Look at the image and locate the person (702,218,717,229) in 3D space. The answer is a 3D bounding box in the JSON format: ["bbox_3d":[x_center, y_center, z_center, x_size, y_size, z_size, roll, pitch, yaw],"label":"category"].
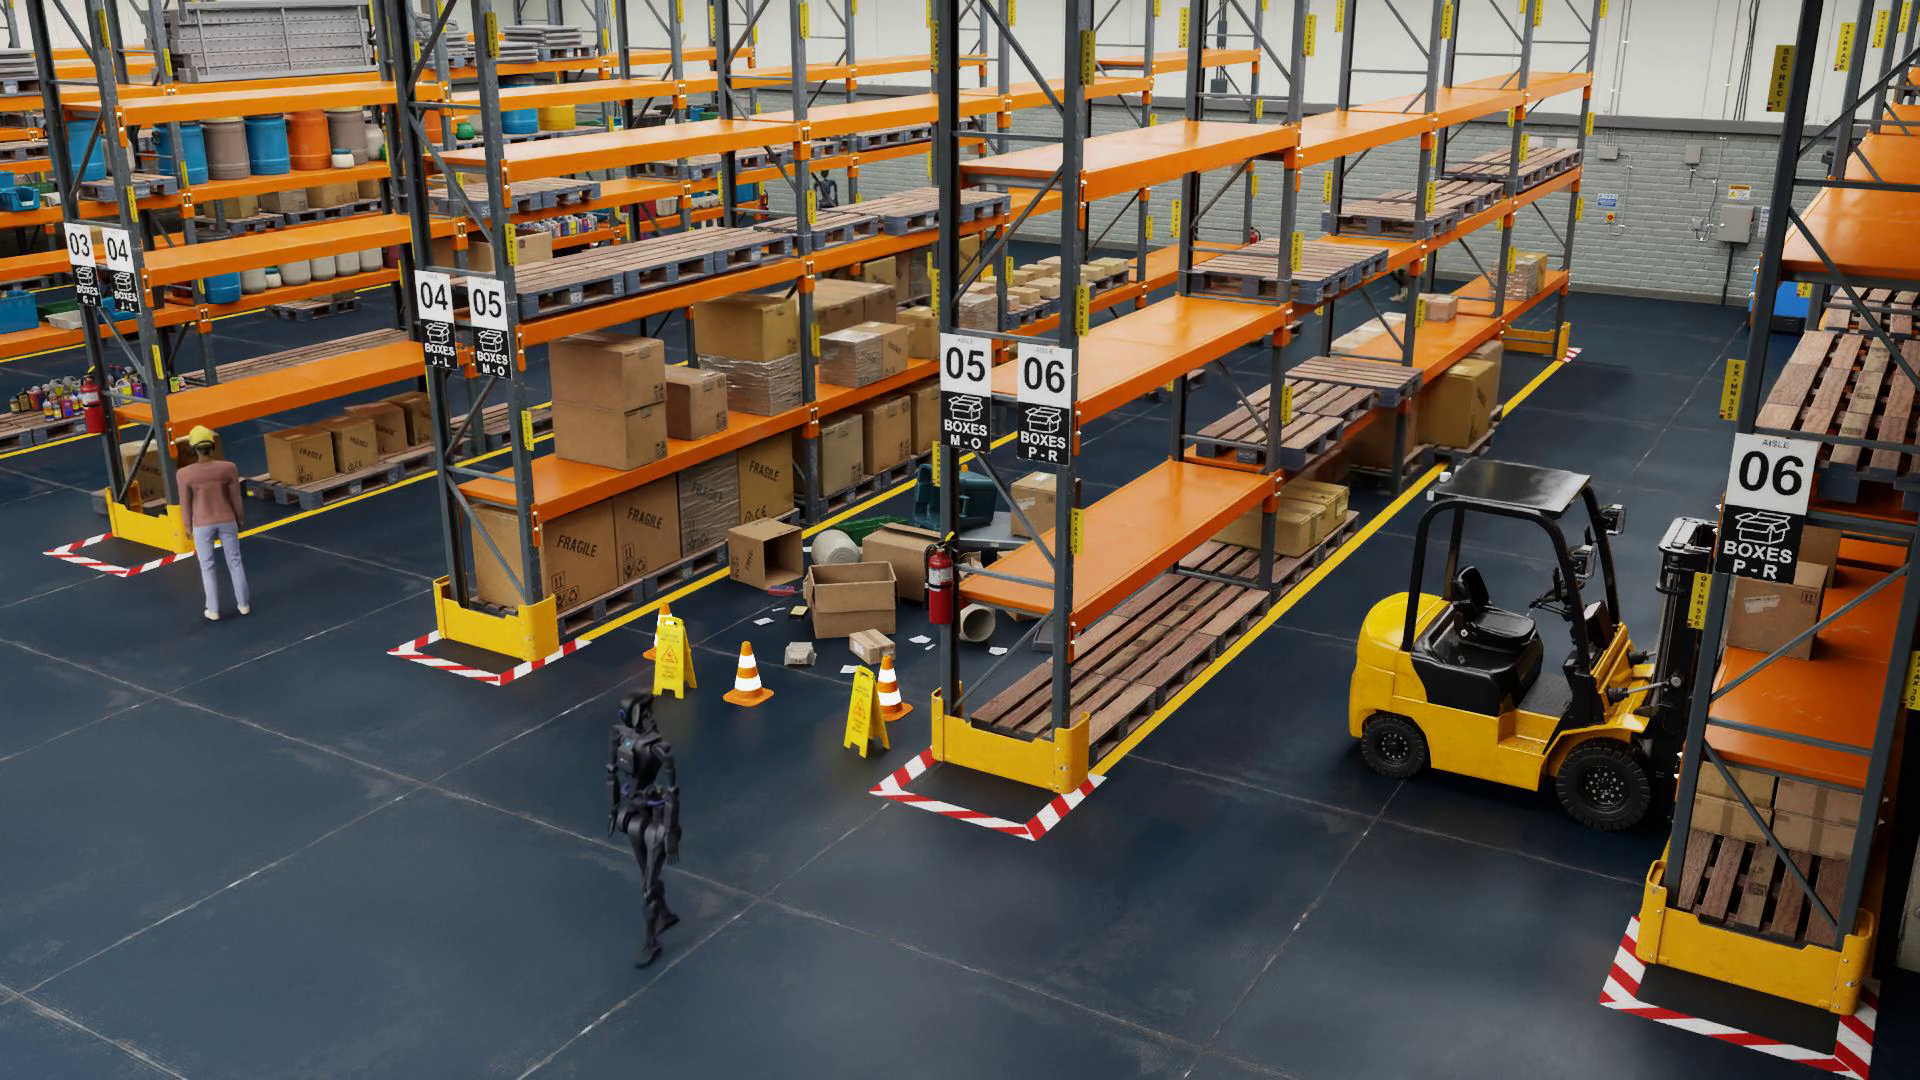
[{"bbox_3d":[-5.273,-7.038,34.794,0.489,1.688,0.349,-6,20,-17],"label":"person"}]

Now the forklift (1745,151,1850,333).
[{"bbox_3d":[13.620,-4.667,26.137,1.873,2.768,1.129,11,22,29],"label":"forklift"}]

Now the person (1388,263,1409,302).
[{"bbox_3d":[7.626,-4.933,28.698,0.396,1.687,0.532,16,25,38],"label":"person"}]

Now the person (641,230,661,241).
[{"bbox_3d":[-6.355,-6.704,33.717,0.538,1.760,0.612,10,22,28],"label":"person"}]

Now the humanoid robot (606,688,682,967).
[{"bbox_3d":[-1.866,1.638,9.735,0.591,1.640,0.567,12,23,32],"label":"humanoid robot"}]

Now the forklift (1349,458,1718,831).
[{"bbox_3d":[3.988,0.658,11.776,2.313,2.155,1.214,11,22,29],"label":"forklift"}]

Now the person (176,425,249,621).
[{"bbox_3d":[-6.635,-0.156,14.789,0.516,1.756,0.342,-14,24,-36],"label":"person"}]

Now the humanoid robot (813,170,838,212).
[{"bbox_3d":[-2.795,-6.880,34.433,0.589,1.621,0.794,-10,21,-26],"label":"humanoid robot"}]
